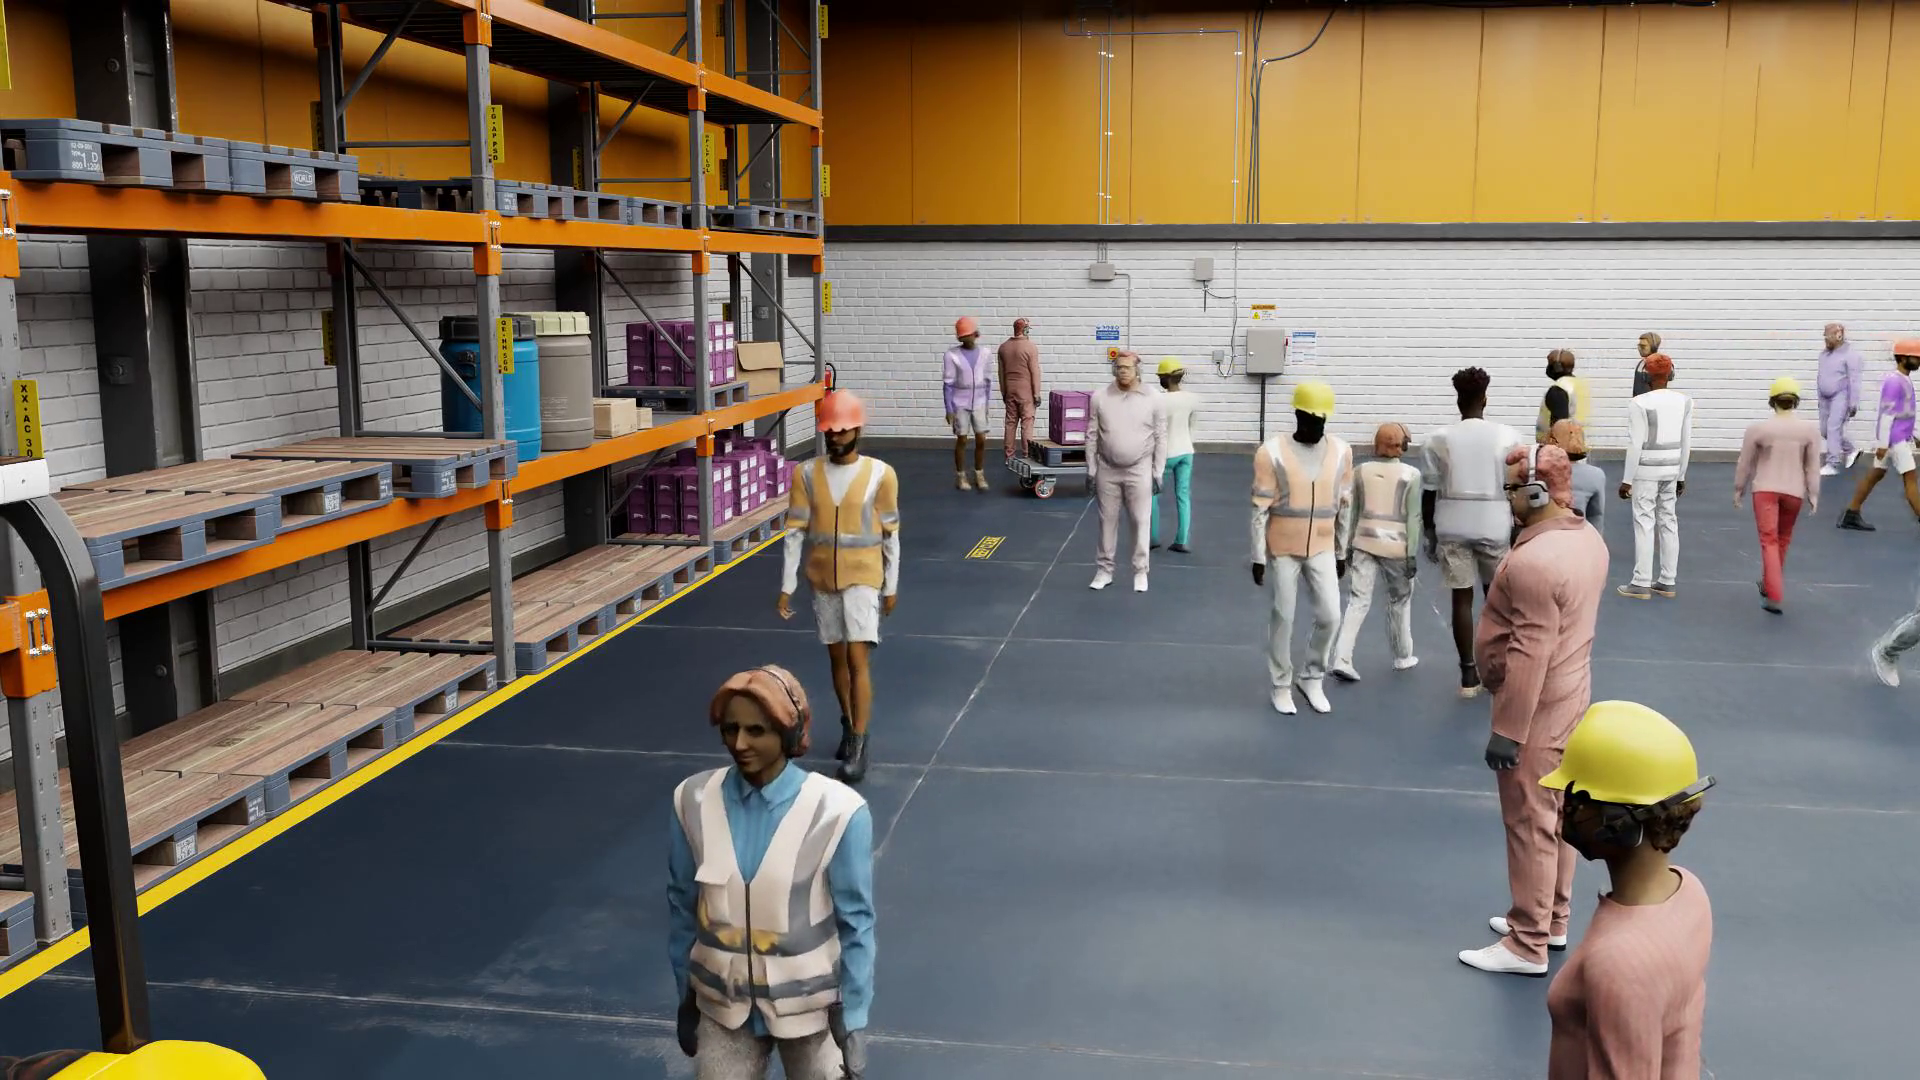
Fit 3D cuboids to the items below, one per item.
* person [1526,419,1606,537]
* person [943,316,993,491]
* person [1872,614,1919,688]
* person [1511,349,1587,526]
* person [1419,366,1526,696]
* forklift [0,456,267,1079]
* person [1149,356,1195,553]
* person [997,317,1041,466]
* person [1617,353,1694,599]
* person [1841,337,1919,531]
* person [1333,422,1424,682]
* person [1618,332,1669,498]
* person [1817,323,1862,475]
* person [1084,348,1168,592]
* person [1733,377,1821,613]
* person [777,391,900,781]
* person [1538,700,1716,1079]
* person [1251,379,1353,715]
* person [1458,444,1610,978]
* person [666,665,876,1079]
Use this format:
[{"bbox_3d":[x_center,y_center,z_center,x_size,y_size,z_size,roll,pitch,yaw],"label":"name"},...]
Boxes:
[{"bbox_3d":[3.581,0.093,9.928,0.508,1.632,0.270,-1,9,-7],"label":"person"},{"bbox_3d":[0.079,-1.526,18.786,0.622,1.992,0.691,-3,10,-19],"label":"person"},{"bbox_3d":[5.737,0.102,9.621,0.503,1.707,0.784,-4,10,-21],"label":"person"},{"bbox_3d":[5.405,-0.843,15.213,0.961,1.788,0.647,8,12,39],"label":"person"},{"bbox_3d":[3.049,-0.056,9.893,0.636,1.937,0.557,3,10,18],"label":"person"},{"bbox_3d":[-2.328,0.975,2.765,2.313,2.155,1.214,1,9,9],"label":"forklift"},{"bbox_3d":[1.838,-0.764,14.870,0.535,1.750,0.606,-6,11,-33],"label":"person"},{"bbox_3d":[0.795,-1.880,21.256,0.636,1.910,0.406,8,12,41],"label":"person"},{"bbox_3d":[5.315,-0.486,12.730,0.584,1.881,0.337,-3,10,-19],"label":"person"},{"bbox_3d":[8.937,-0.980,15.778,0.996,1.884,0.547,6,11,33],"label":"person"},{"bbox_3d":[2.563,0.071,10.219,0.530,1.587,0.865,8,12,39],"label":"person"},{"bbox_3d":[7.504,-1.348,18.165,0.326,1.843,0.515,-3,10,-15],"label":"person"},{"bbox_3d":[10.826,-1.731,20.423,0.650,1.879,0.695,-1,9,-8],"label":"person"},{"bbox_3d":[1.283,-0.542,13.005,0.650,1.906,0.403,3,10,16],"label":"person"},{"bbox_3d":[6.072,-0.356,12.410,0.547,1.712,0.895,2,9,10],"label":"person"},{"bbox_3d":[-0.620,0.224,8.281,0.565,1.903,0.850,2,9,13],"label":"person"},{"bbox_3d":[1.159,1.155,2.972,0.327,1.767,0.533,6,11,33],"label":"person"},{"bbox_3d":[1.926,0.050,9.330,0.607,1.906,0.483,-1,9,-7],"label":"person"},{"bbox_3d":[2.044,0.603,5.959,0.409,1.903,0.639,7,11,35],"label":"person"},{"bbox_3d":[-0.442,1.087,3.824,0.521,1.638,0.363,2,10,15],"label":"person"}]
